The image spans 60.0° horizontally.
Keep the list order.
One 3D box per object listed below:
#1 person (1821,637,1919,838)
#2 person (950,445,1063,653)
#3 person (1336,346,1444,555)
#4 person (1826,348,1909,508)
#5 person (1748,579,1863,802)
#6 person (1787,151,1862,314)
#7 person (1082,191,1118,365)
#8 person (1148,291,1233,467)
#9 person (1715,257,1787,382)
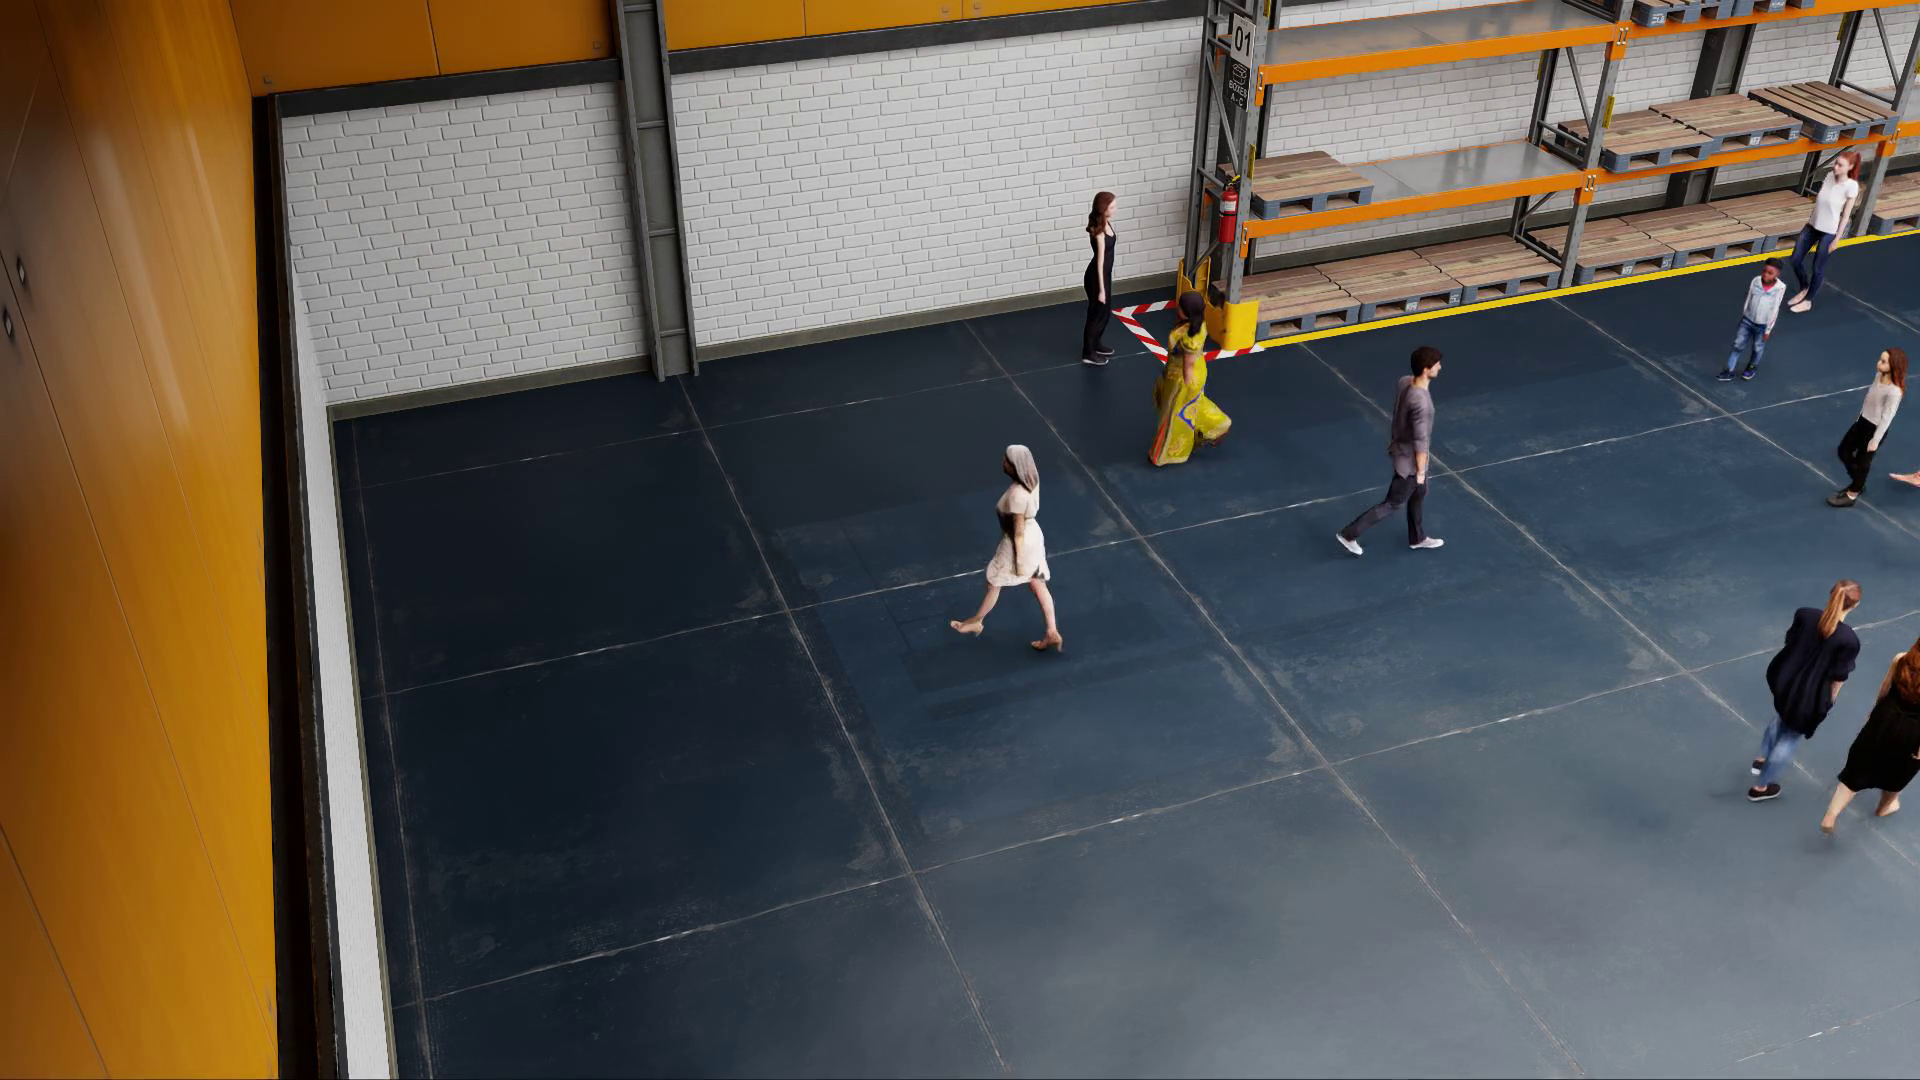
[{"bbox_3d":[5.791,1.221,10.376,1.106,1.594,0.786,-23,40,-31],"label":"person"},{"bbox_3d":[0.531,0.106,11.960,1.150,1.696,1.029,11,35,16],"label":"person"},{"bbox_3d":[3.423,-0.652,12.990,1.239,1.820,0.956,0,34,0],"label":"person"},{"bbox_3d":[7.566,-0.915,13.692,0.633,1.480,0.628,0,34,0],"label":"person"},{"bbox_3d":[5.359,0.978,10.688,0.790,1.651,0.720,-18,38,-25],"label":"person"},{"bbox_3d":[8.770,-3.110,16.769,0.592,1.729,0.609,-14,36,-20],"label":"person"},{"bbox_3d":[1.310,-2.503,15.845,0.699,1.740,0.680,6,34,10],"label":"person"},{"bbox_3d":[2.004,-1.375,14.235,1.081,1.645,0.959,5,34,7],"label":"person"},{"bbox_3d":[7.561,-2.090,15.678,0.686,1.238,0.853,28,43,36],"label":"person"}]
